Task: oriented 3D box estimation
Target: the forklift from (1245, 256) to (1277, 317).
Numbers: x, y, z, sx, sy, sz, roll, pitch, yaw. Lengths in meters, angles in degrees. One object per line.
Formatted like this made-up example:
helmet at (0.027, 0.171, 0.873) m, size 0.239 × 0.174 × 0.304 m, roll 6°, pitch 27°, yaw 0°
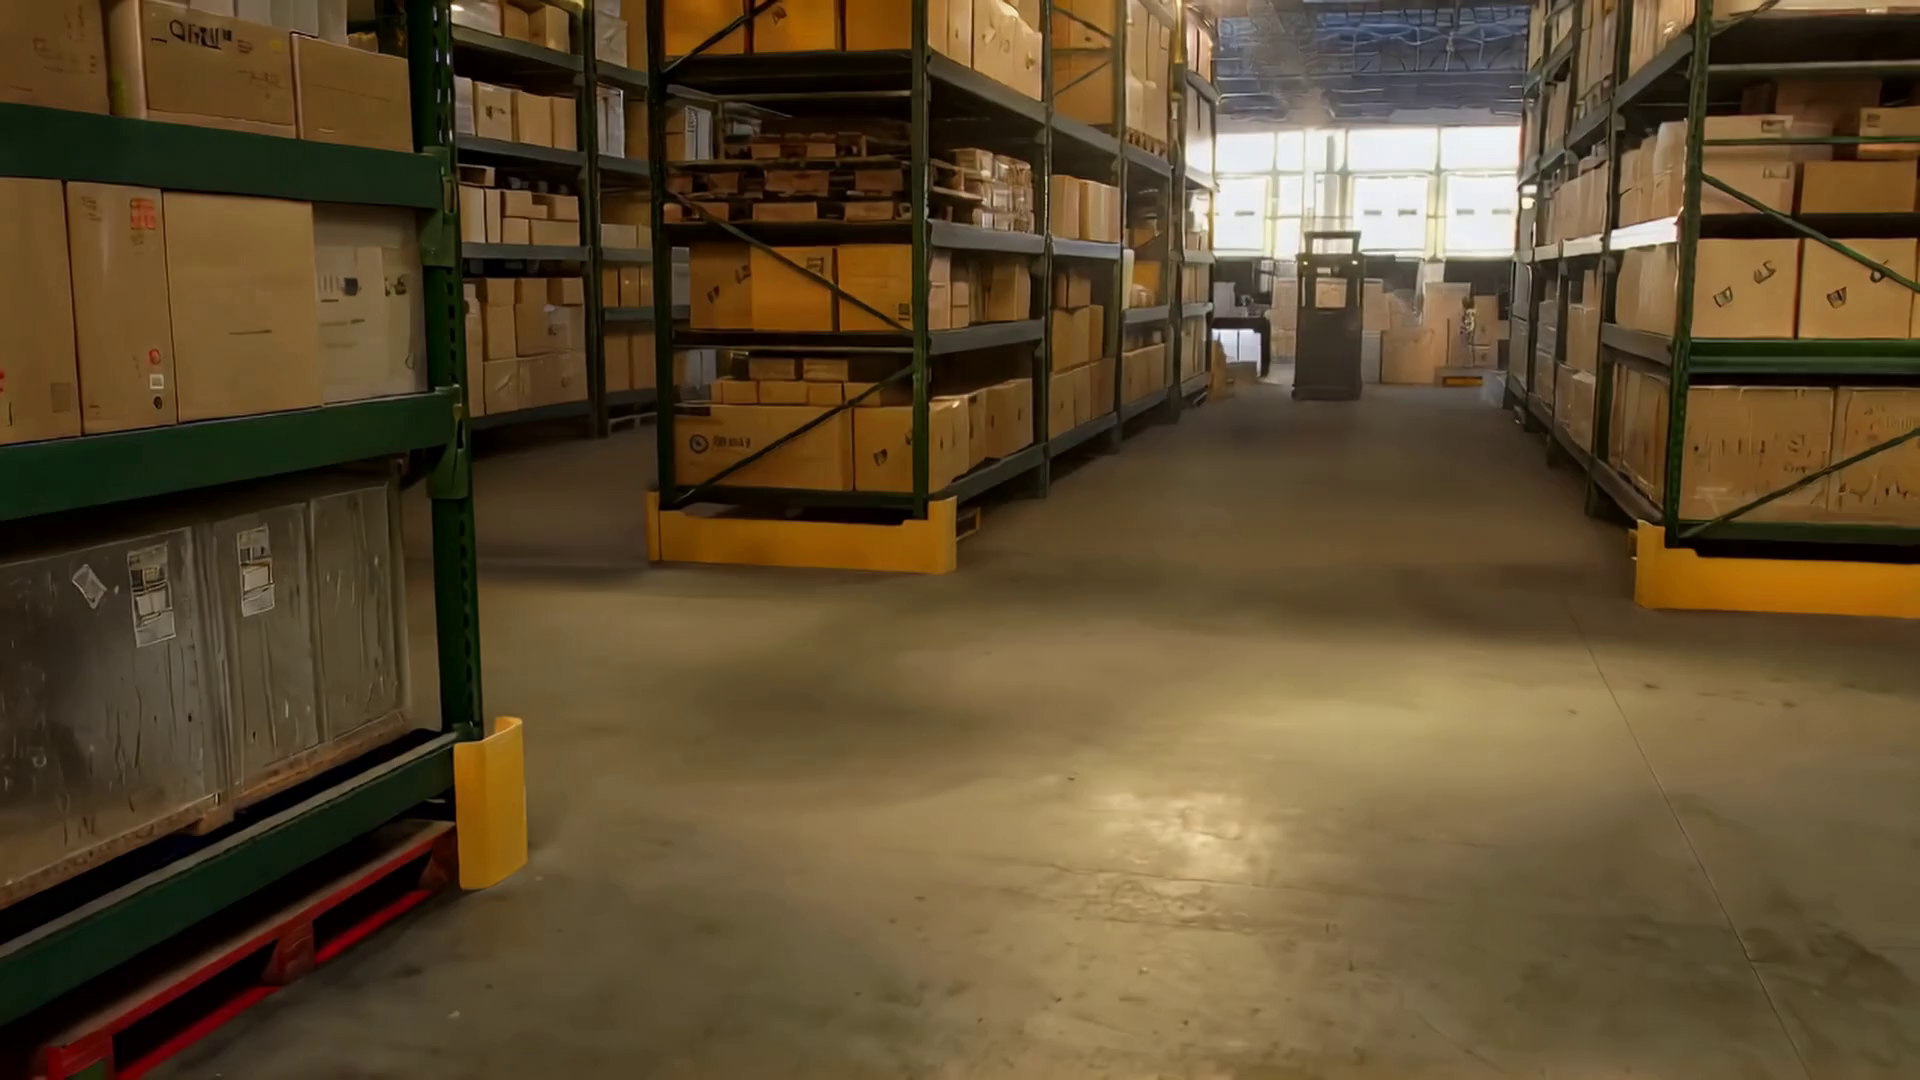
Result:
forklift at (10.975, -8.911, 60.386) m, size 1.129 × 2.768 × 1.873 m, roll 2°, pitch 9°, yaw 15°

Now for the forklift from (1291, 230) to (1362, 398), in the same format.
forklift at (6.329, -3.879, 28.417) m, size 1.129 × 2.768 × 1.873 m, roll 2°, pitch 9°, yaw 15°

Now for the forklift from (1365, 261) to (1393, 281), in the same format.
forklift at (14.133, -8.250, 56.187) m, size 1.129 × 2.768 × 1.873 m, roll 3°, pitch 9°, yaw 19°

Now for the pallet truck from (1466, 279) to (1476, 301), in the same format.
pallet truck at (18.896, -8.459, 60.307) m, size 1.885 × 1.965 × 0.823 m, roll 5°, pitch 10°, yaw 31°

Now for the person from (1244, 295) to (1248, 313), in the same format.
person at (10.805, -8.561, 61.908) m, size 0.540 × 1.695 × 0.317 m, roll 4°, pitch 10°, yaw 25°

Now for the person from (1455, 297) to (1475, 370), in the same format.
person at (11.047, -4.522, 36.500) m, size 0.573 × 1.620 × 0.521 m, roll 1°, pitch 9°, yaw 4°
